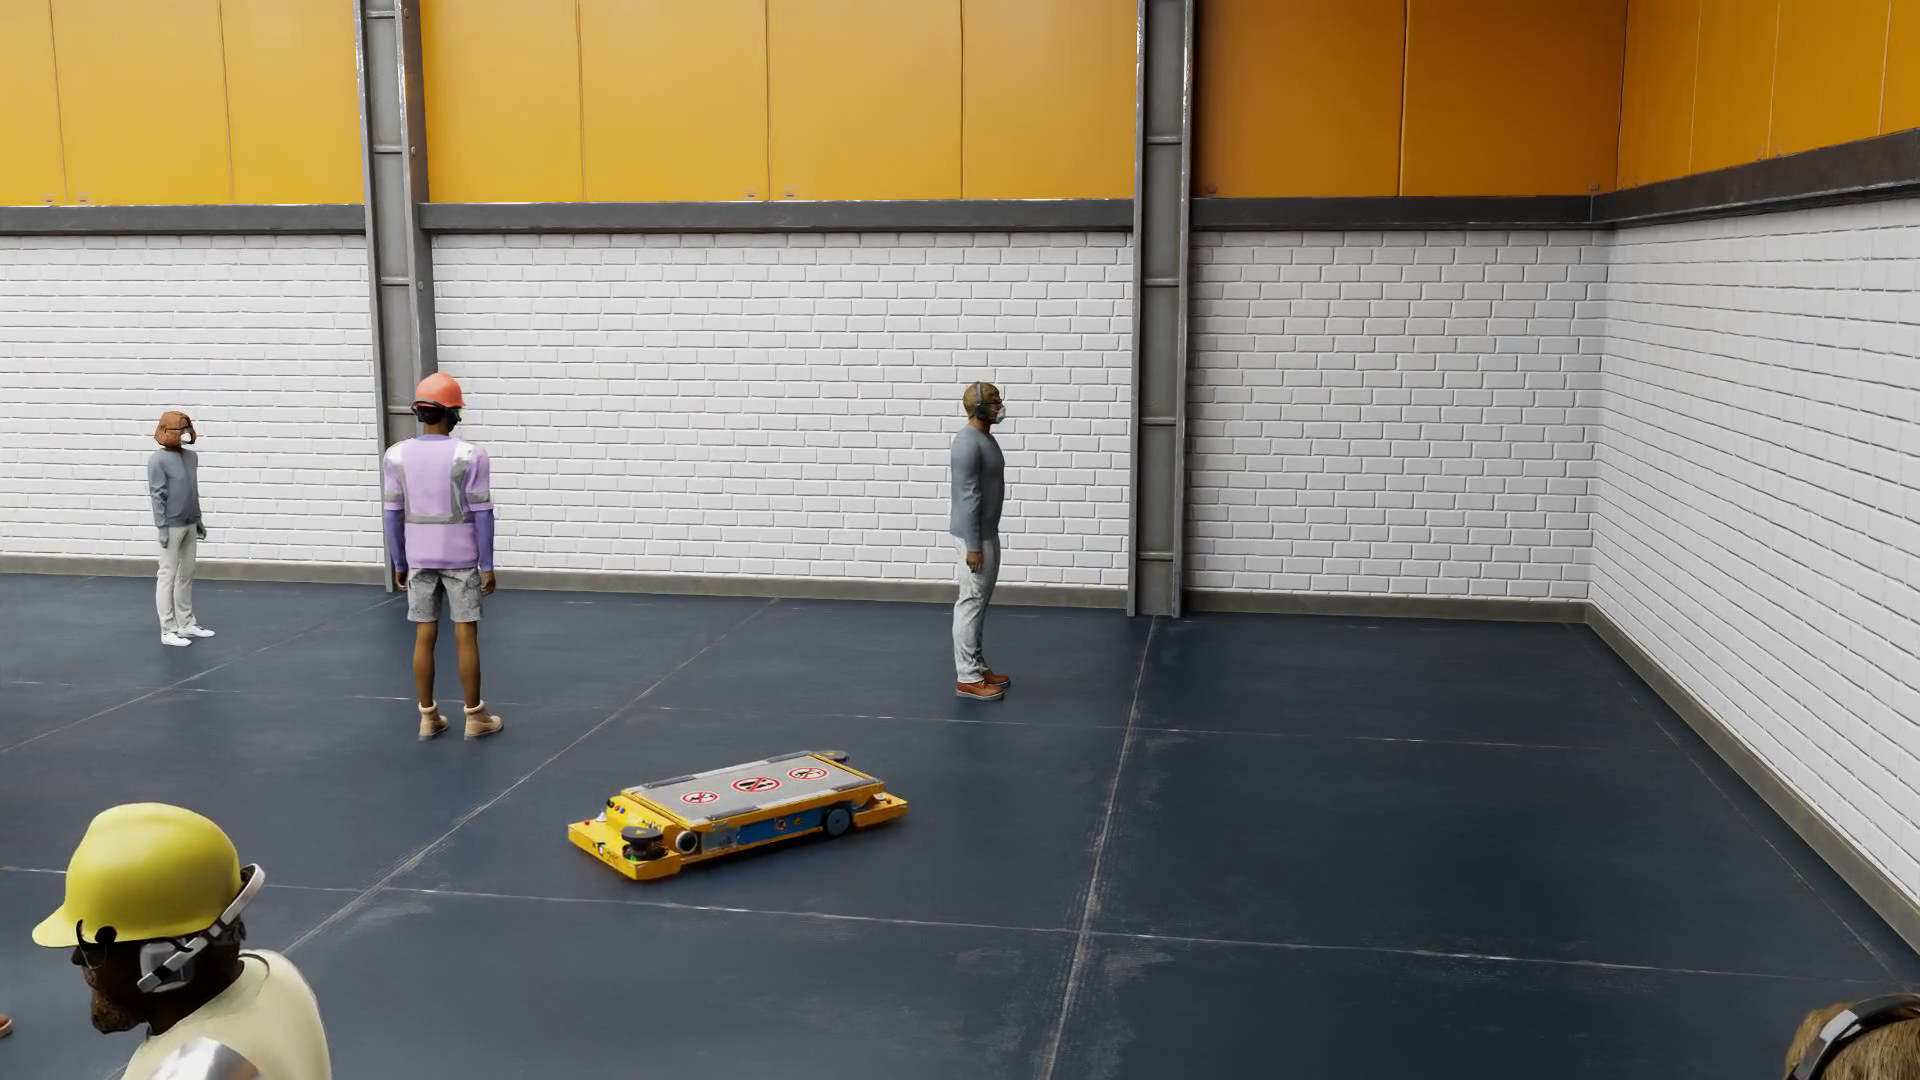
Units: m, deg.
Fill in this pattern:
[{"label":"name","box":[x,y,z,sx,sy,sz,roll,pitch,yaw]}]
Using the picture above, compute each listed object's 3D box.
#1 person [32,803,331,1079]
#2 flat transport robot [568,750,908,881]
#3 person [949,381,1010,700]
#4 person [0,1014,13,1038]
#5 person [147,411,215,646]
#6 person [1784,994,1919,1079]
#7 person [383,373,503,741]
[{"label":"person","box":[-1.165,1.286,2.605,0.403,1.824,0.599,-1,9,-9]},{"label":"flat transport robot","box":[-1.005,1.236,7.667,1.431,0.197,0.652,-7,12,-38]},{"label":"person","box":[0.124,-0.005,10.188,0.365,1.939,0.636,2,9,10]},{"label":"person","box":[-3.353,0.752,5.377,0.401,1.986,0.612,-3,10,-16]},{"label":"person","box":[-5.462,-0.089,11.646,0.286,1.634,0.500,1,9,9]},{"label":"person","box":[0.868,1.372,1.700,0.636,1.938,0.355,-2,9,-13]},{"label":"person","box":[-2.859,0.099,9.225,0.609,2.044,0.394,1,9,7]}]
